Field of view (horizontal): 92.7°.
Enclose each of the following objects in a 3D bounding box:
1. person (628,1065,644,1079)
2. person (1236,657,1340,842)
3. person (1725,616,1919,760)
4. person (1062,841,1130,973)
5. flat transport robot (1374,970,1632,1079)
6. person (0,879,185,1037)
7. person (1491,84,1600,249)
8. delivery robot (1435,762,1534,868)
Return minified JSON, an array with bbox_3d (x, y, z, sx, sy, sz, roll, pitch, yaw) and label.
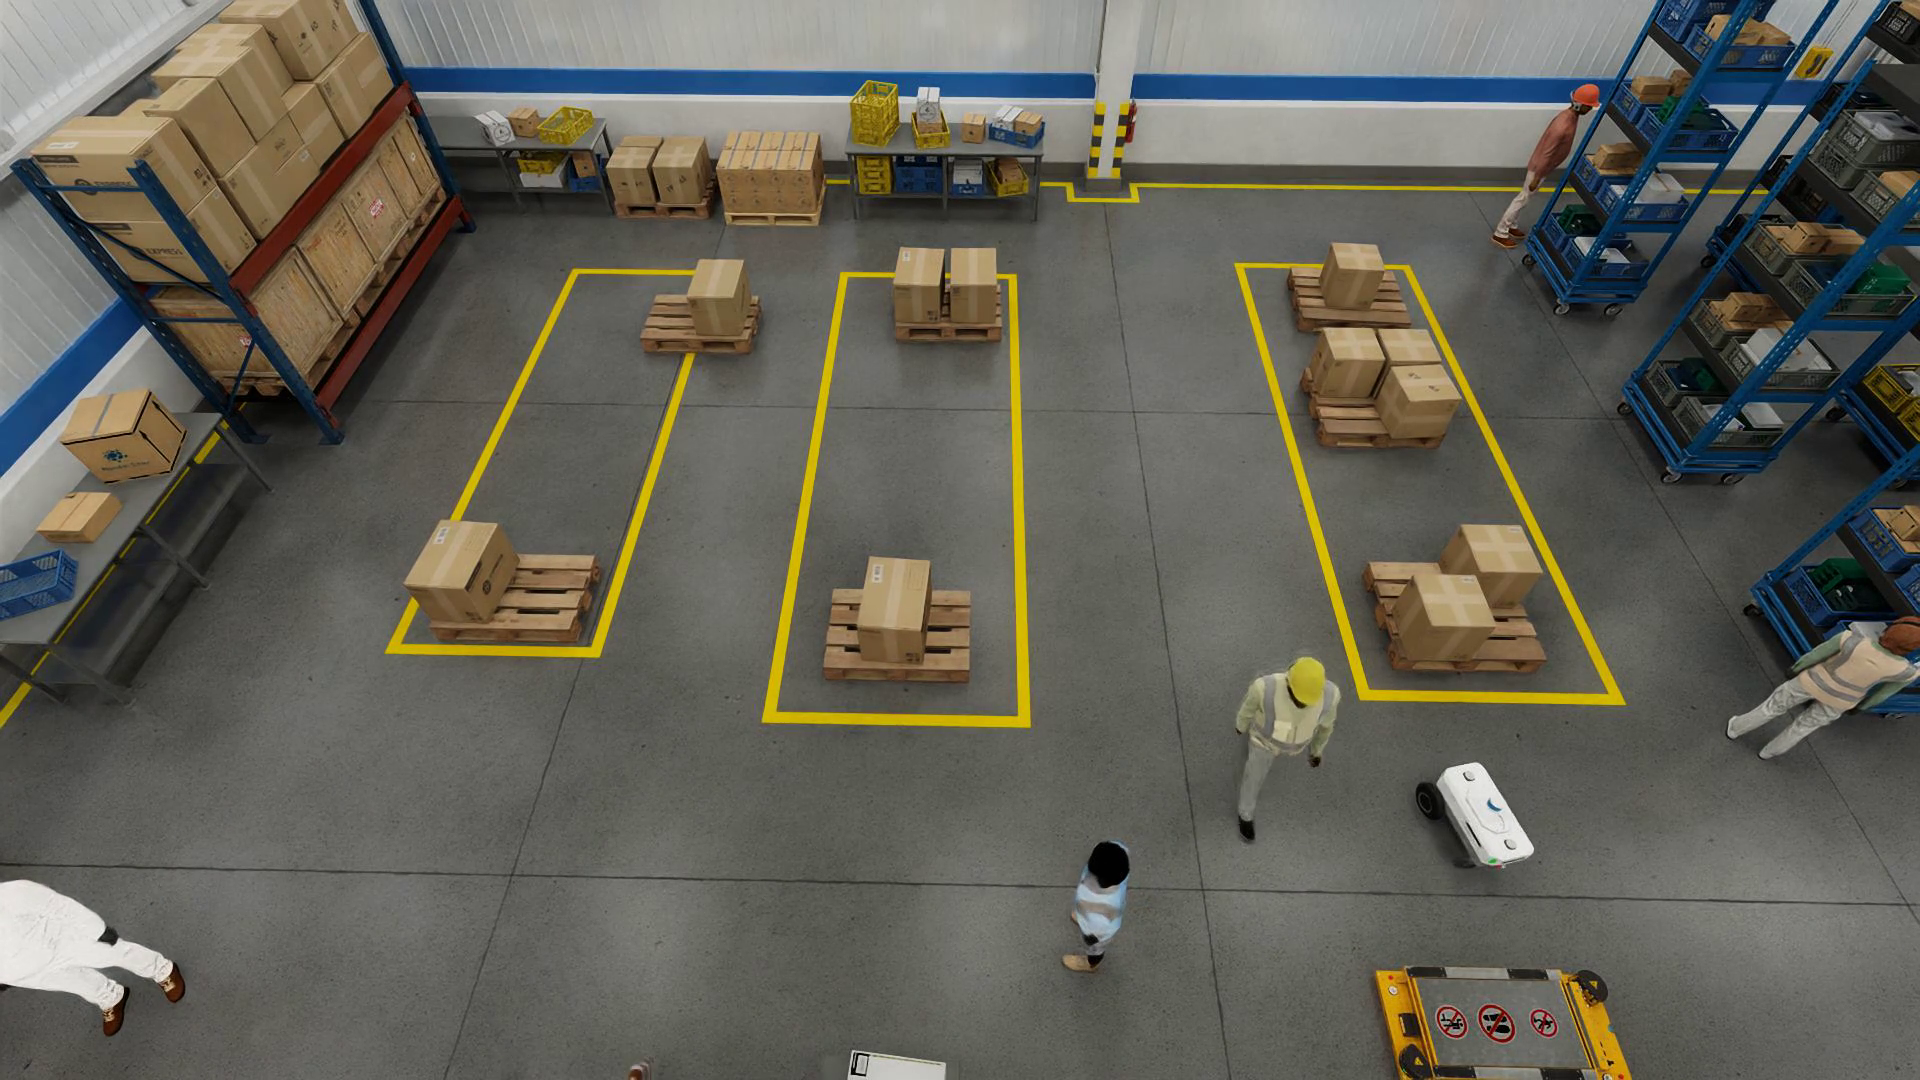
[{"bbox_3d":[-2.135,3.180,4.880,0.553,1.832,0.910,5,51,4],"label":"person"},{"bbox_3d":[2.239,1.312,6.424,0.586,1.797,0.912,1,51,1],"label":"person"},{"bbox_3d":[6.336,1.097,6.703,0.318,1.631,0.521,-38,60,-27],"label":"person"},{"bbox_3d":[0.854,2.280,5.695,0.317,1.695,0.540,14,52,11],"label":"person"},{"bbox_3d":[3.501,3.133,5.914,1.431,0.197,0.652,1,51,1],"label":"flat transport robot"},{"bbox_3d":[-5.425,2.457,5.420,0.643,1.905,0.400,-23,55,-18],"label":"person"},{"bbox_3d":[7.046,-4.477,11.024,0.409,1.987,0.607,31,57,23],"label":"person"},{"bbox_3d":[3.772,1.986,6.609,0.477,0.478,0.707,-10,52,-8],"label":"delivery robot"}]
